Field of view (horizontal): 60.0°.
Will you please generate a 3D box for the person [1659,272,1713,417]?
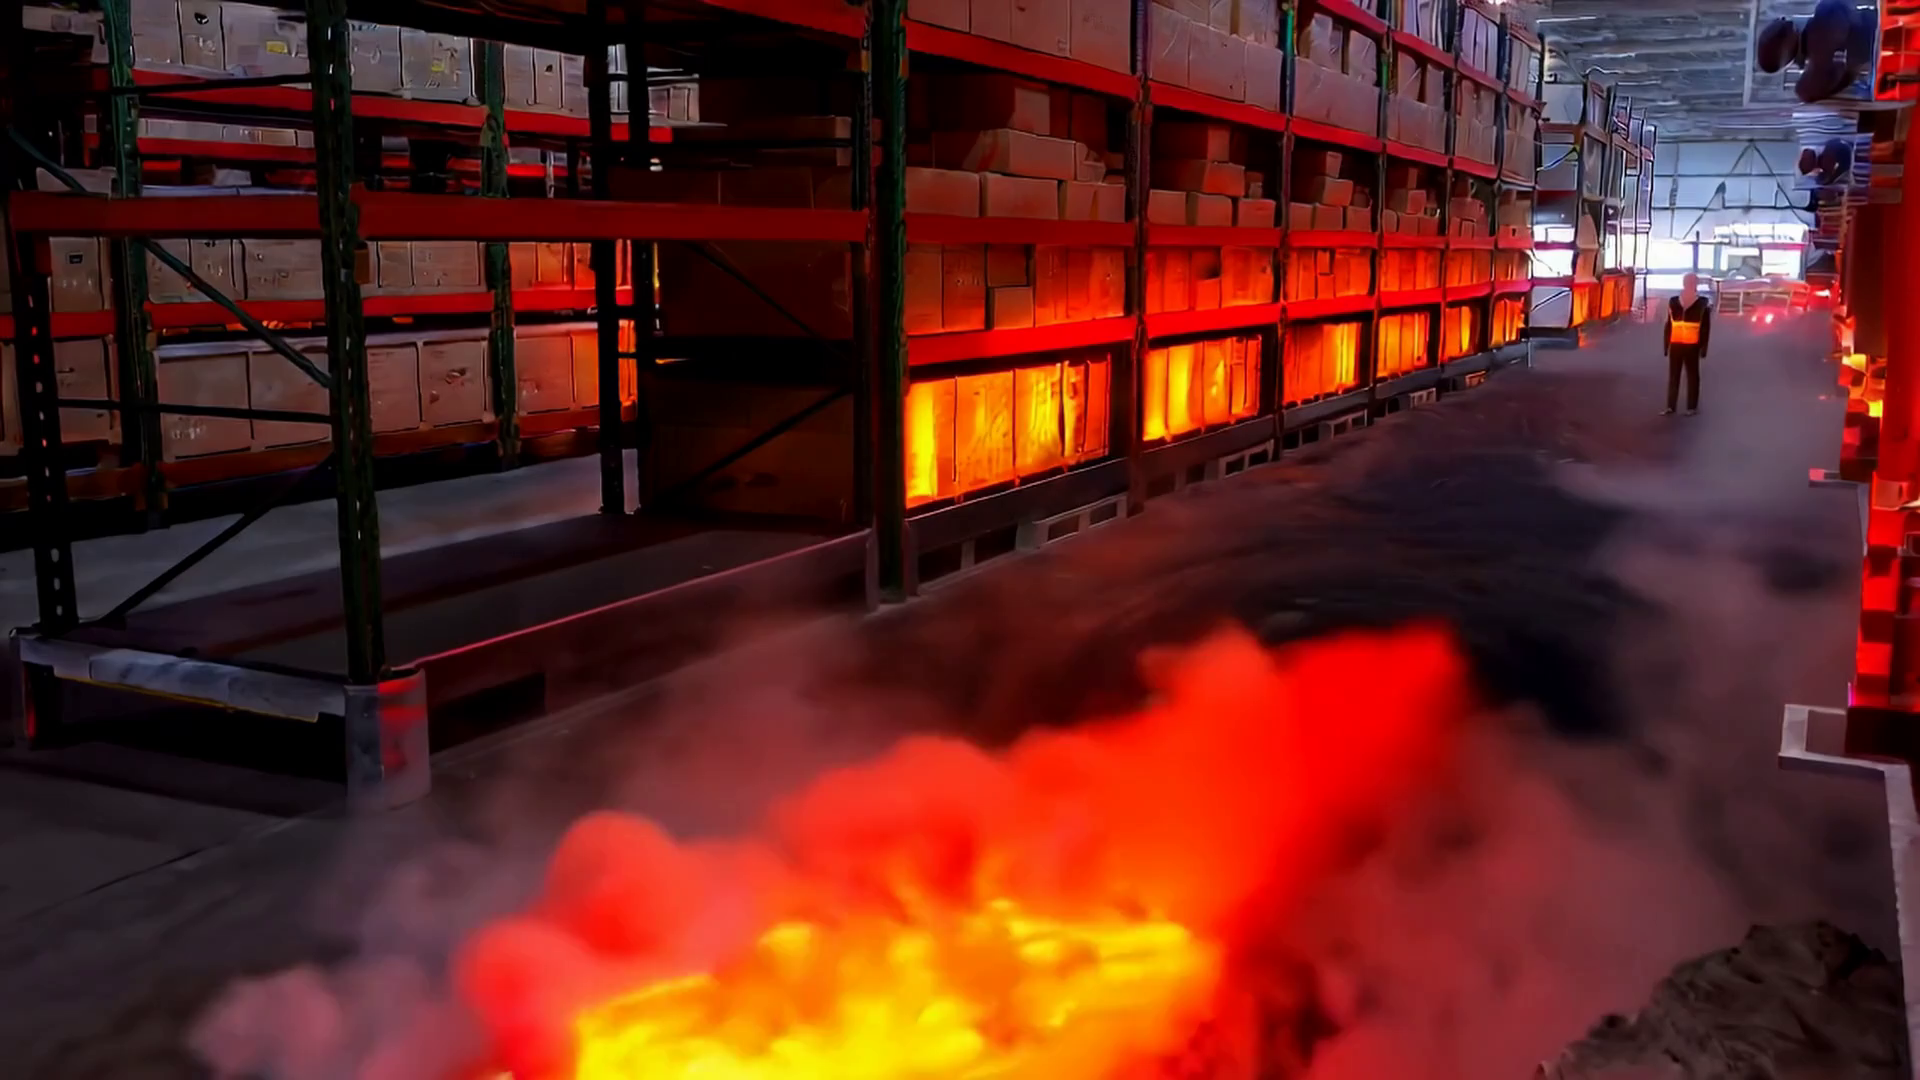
[{"bbox_3d":[9.699,-2.605,22.209,0.392,1.919,0.590,-9,13,-43],"label":"person"}]
